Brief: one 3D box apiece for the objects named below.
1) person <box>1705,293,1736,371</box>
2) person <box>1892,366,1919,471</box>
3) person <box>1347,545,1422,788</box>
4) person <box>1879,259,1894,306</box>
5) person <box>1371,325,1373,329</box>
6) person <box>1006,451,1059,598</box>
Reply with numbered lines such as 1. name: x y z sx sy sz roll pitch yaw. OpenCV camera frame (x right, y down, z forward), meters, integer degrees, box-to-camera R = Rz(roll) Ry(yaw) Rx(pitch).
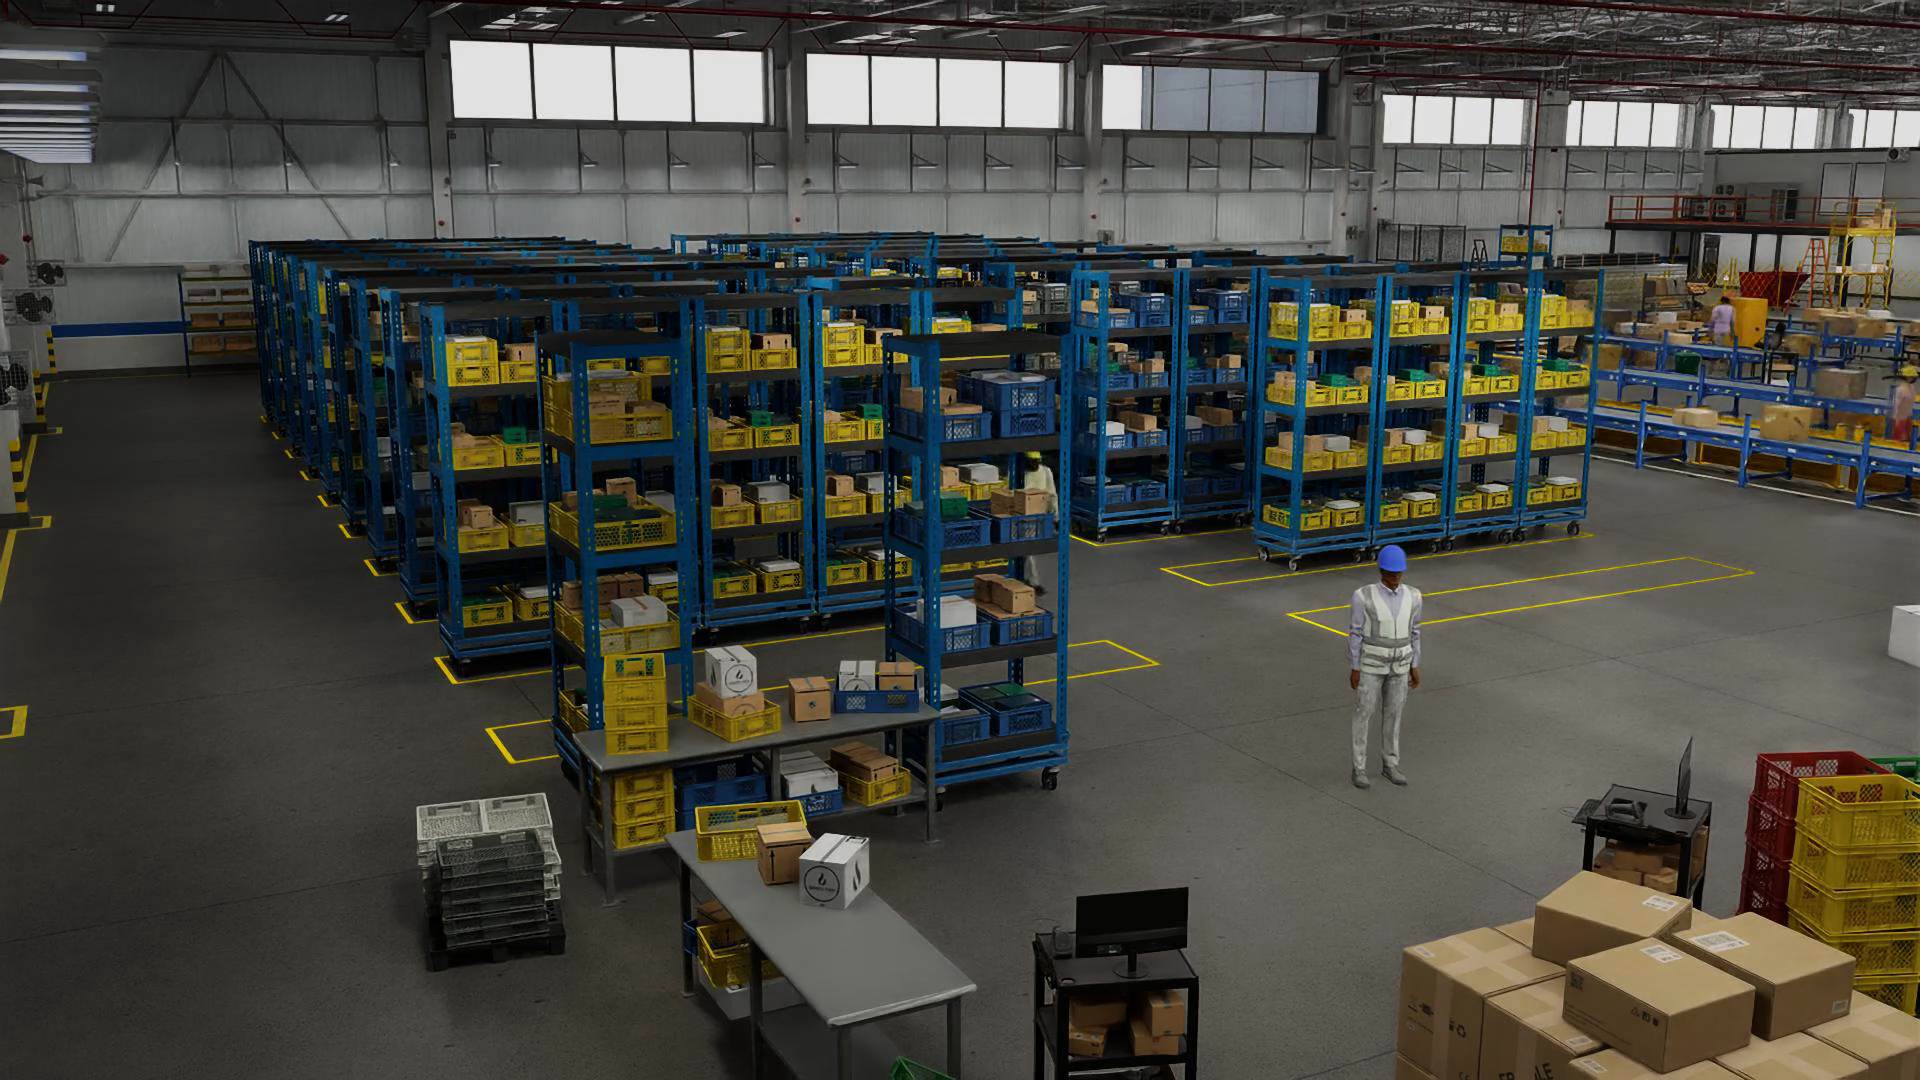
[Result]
1. person: 19.404 -5.328 42.526 0.614 1.987 0.808 -4 13 -17
2. person: 15.625 -2.005 27.531 0.542 1.758 0.395 -10 15 -38
3. person: 3.339 0.986 13.096 0.602 1.948 0.386 -3 12 -12
4. person: 36.173 -10.029 64.856 0.514 1.844 0.328 -9 15 -35
5. person: 11.605 -5.893 45.418 0.731 1.879 0.671 -7 14 -30
6. person: 0.865 -0.248 19.229 0.604 1.780 0.918 -6 13 -26
